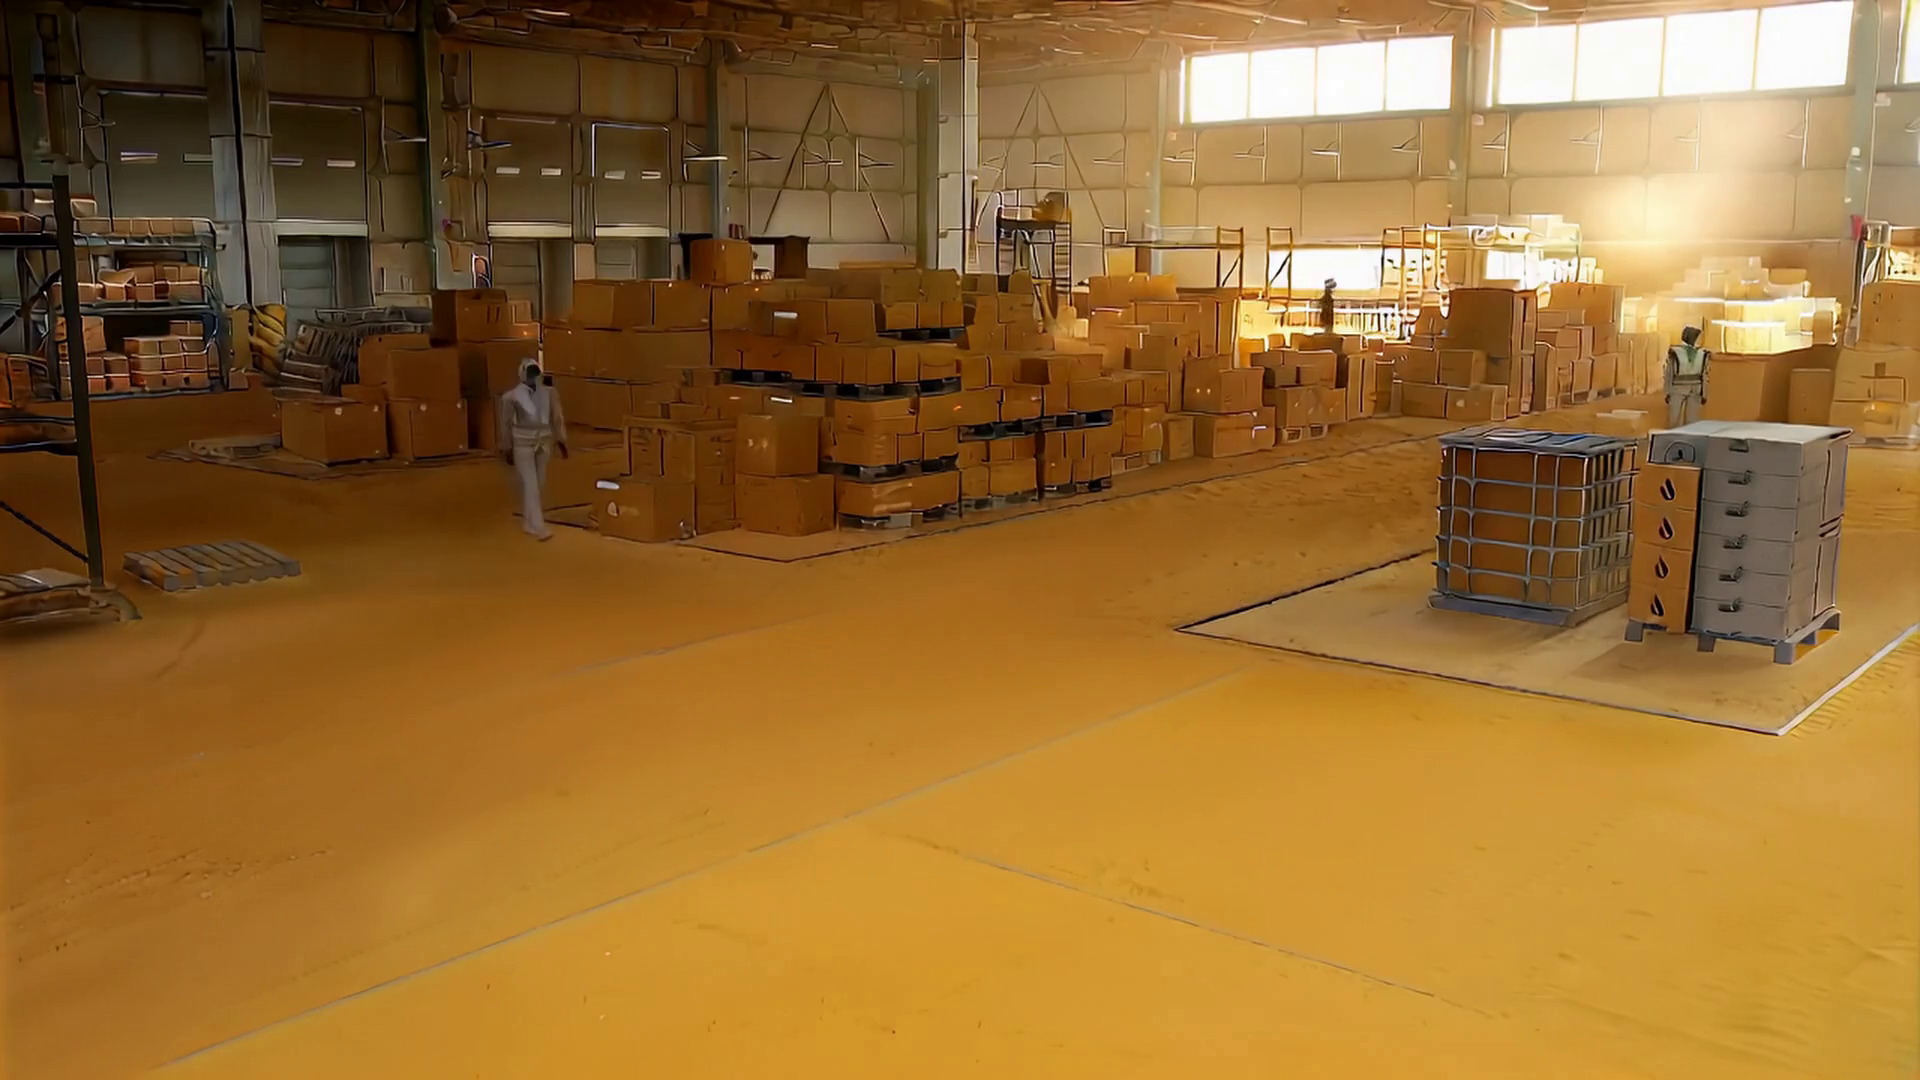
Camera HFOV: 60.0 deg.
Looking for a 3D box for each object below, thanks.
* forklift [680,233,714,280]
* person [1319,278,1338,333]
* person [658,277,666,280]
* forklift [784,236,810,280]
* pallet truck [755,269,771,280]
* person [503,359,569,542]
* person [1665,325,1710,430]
[{"bbox_3d":[-5.114,-4.592,32.538,1.873,2.768,1.129,3,10,14],"label":"forklift"},{"bbox_3d":[7.825,-4.635,35.519,0.448,1.925,0.544,4,11,21],"label":"person"},{"bbox_3d":[-6.419,-4.711,35.941,0.639,1.927,0.387,-5,11,-25],"label":"person"},{"bbox_3d":[-3.888,-5.888,39.916,1.873,2.768,1.129,2,10,14],"label":"forklift"},{"bbox_3d":[-4.996,-6.432,45.525,1.885,1.965,0.823,-6,12,-32],"label":"pallet truck"},{"bbox_3d":[-3.677,-0.774,14.484,0.514,1.585,0.886,-8,13,-39],"label":"person"},{"bbox_3d":[8.650,-1.735,19.810,0.524,1.636,0.308,0,10,-2],"label":"person"}]
